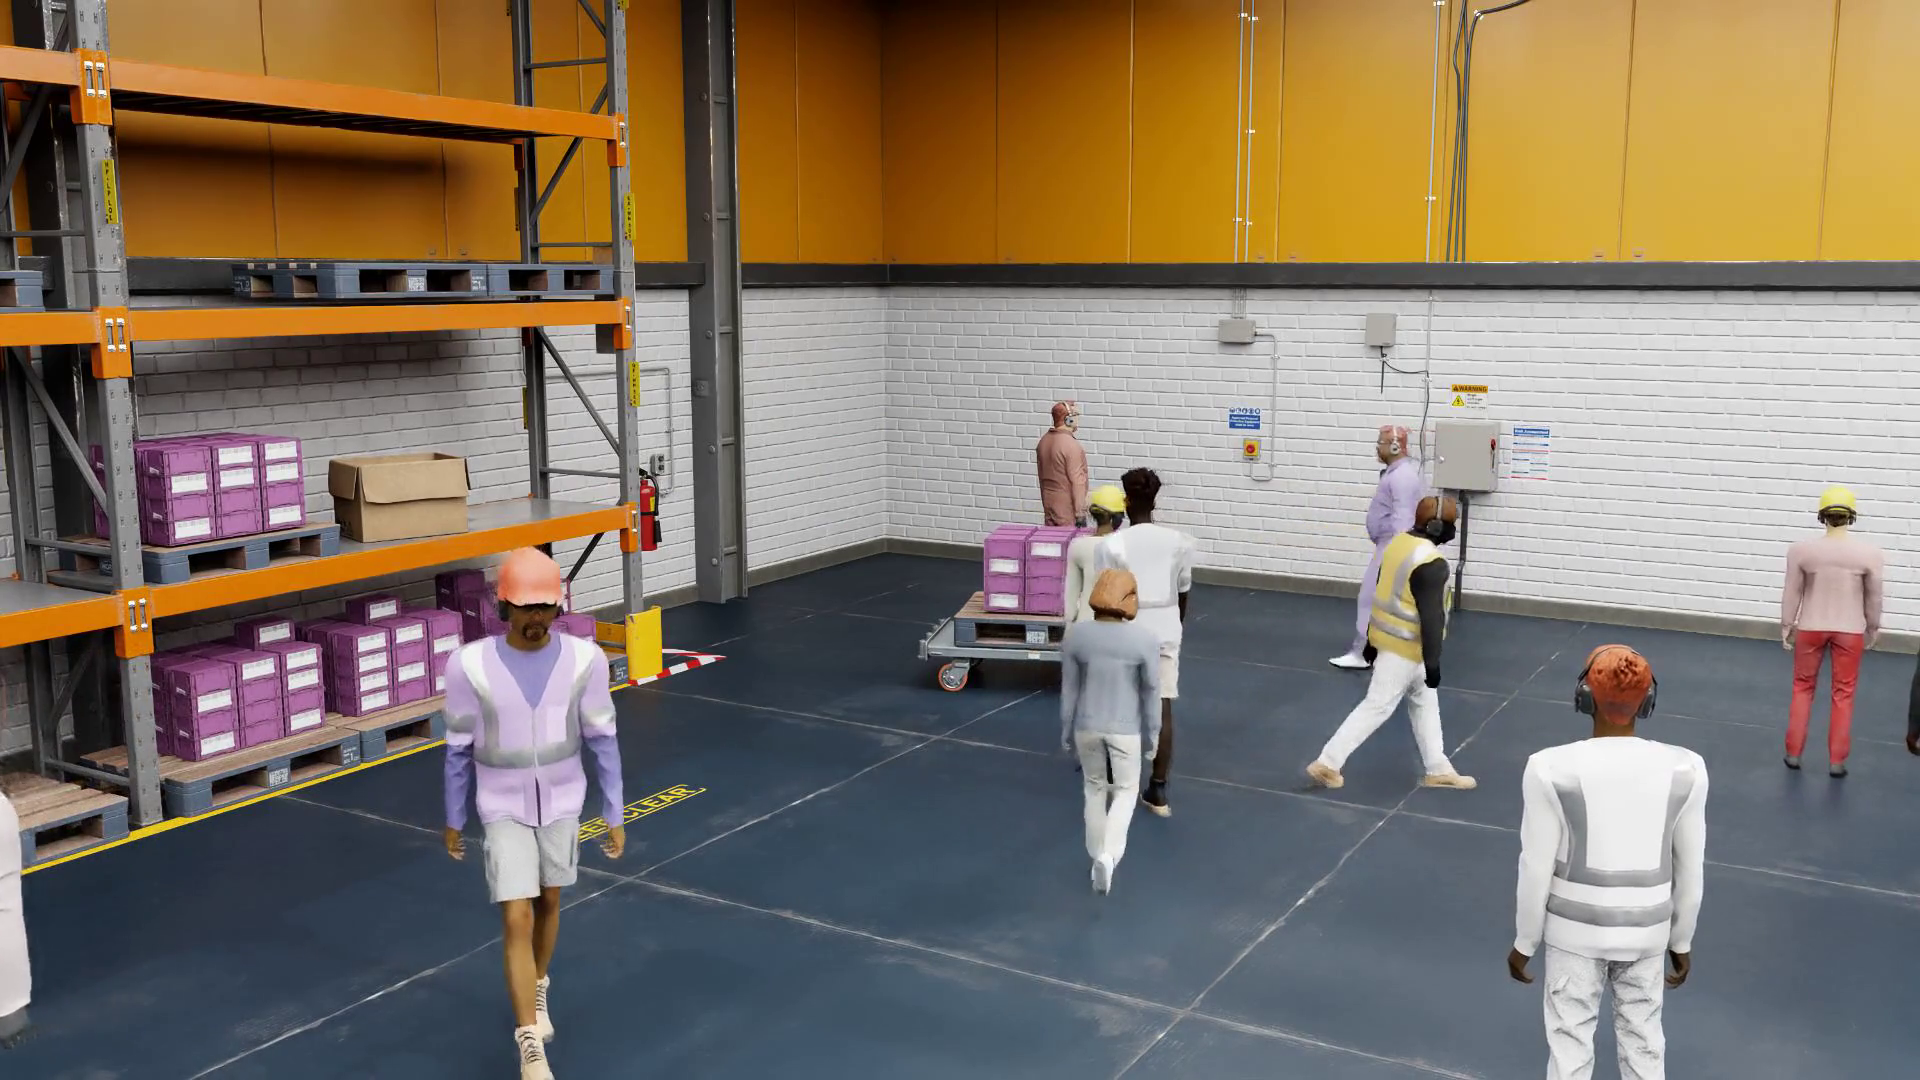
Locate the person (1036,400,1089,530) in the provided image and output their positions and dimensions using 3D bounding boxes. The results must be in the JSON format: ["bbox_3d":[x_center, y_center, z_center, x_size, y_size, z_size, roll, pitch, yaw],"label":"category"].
[{"bbox_3d":[0.946,-0.289,14.830,0.410,1.913,0.643,-5,10,-28],"label":"person"}]

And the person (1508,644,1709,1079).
[{"bbox_3d":[2.037,1.258,5.258,0.587,1.880,0.342,0,9,2],"label":"person"}]

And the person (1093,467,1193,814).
[{"bbox_3d":[1.017,0.544,9.566,0.613,1.931,0.874,-2,9,-10],"label":"person"}]

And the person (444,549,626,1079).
[{"bbox_3d":[-1.575,1.037,6.257,0.639,2.000,0.969,-4,10,-24],"label":"person"}]

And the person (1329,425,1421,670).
[{"bbox_3d":[3.168,0.066,12.681,0.783,1.882,0.673,3,10,18],"label":"person"}]

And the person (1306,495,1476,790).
[{"bbox_3d":[2.514,0.615,9.667,0.992,1.776,0.632,0,9,0],"label":"person"}]

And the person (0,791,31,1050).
[{"bbox_3d":[-3.097,1.324,4.864,0.657,1.885,0.689,5,11,31],"label":"person"}]

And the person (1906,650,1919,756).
[{"bbox_3d":[4.791,0.857,7.786,0.607,1.884,0.903,4,10,21],"label":"person"}]

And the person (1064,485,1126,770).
[{"bbox_3d":[0.949,0.526,10.330,0.542,1.728,0.896,8,12,39],"label":"person"}]

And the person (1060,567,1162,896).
[{"bbox_3d":[0.715,0.941,8.092,0.511,1.613,0.589,3,10,18],"label":"person"}]

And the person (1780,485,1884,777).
[{"bbox_3d":[5.254,0.551,10.060,0.538,1.765,0.331,5,11,31],"label":"person"}]
